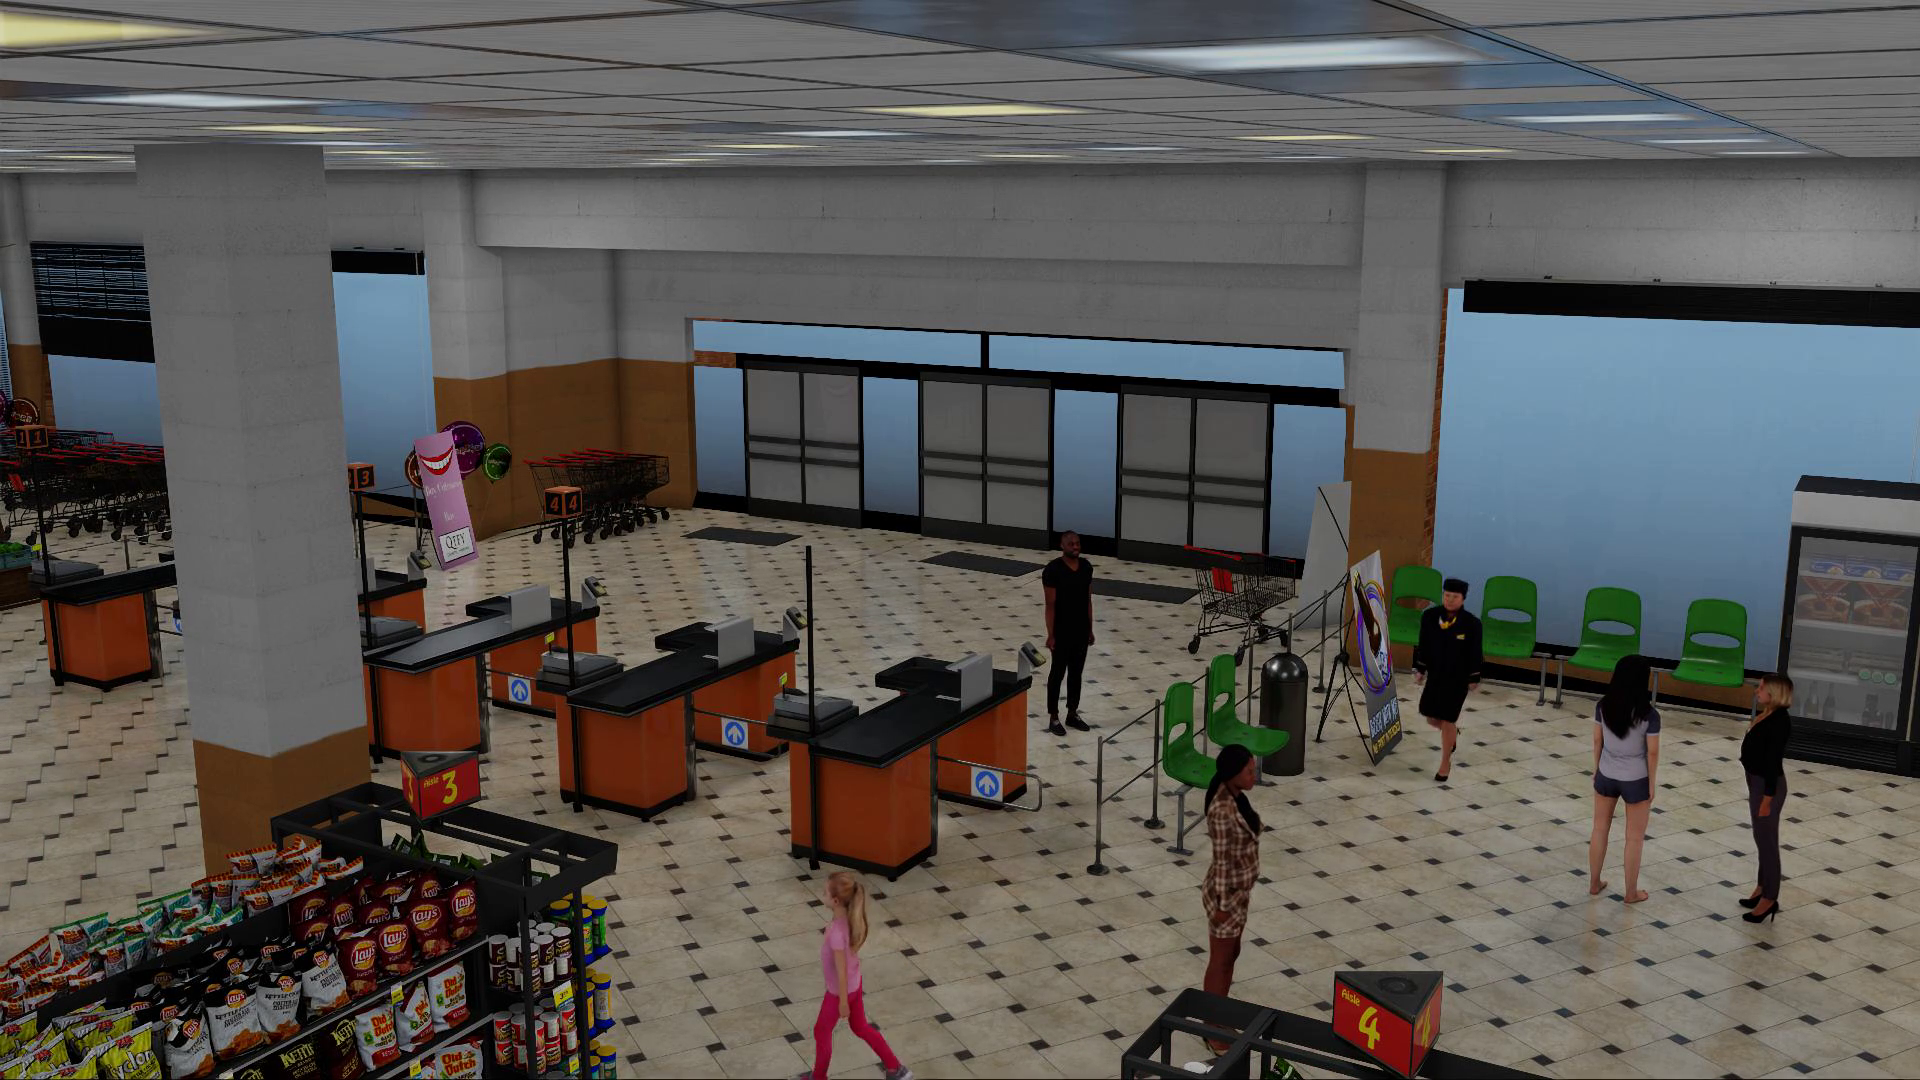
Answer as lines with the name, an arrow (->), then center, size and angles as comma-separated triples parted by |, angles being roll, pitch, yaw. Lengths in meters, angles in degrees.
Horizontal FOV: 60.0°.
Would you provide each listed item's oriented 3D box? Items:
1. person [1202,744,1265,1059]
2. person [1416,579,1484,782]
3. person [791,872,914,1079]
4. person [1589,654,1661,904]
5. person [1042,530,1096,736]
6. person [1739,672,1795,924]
person -> 1.481, 1.979, 9.199 | 0.657, 1.793, 0.511 | 5, 13, 24
person -> 4.014, 1.122, 13.588 | 0.774, 1.662, 0.867 | 10, 15, 39
person -> -0.547, 2.350, 8.739 | 0.739, 1.258, 0.886 | 3, 12, 13
person -> 4.481, 1.594, 11.242 | 0.606, 1.705, 0.645 | -11, 16, -43
person -> 0.962, 0.802, 14.726 | 0.674, 1.820, 0.807 | -7, 14, -30
person -> 5.311, 1.680, 10.925 | 0.686, 1.667, 0.526 | 4, 13, 19
